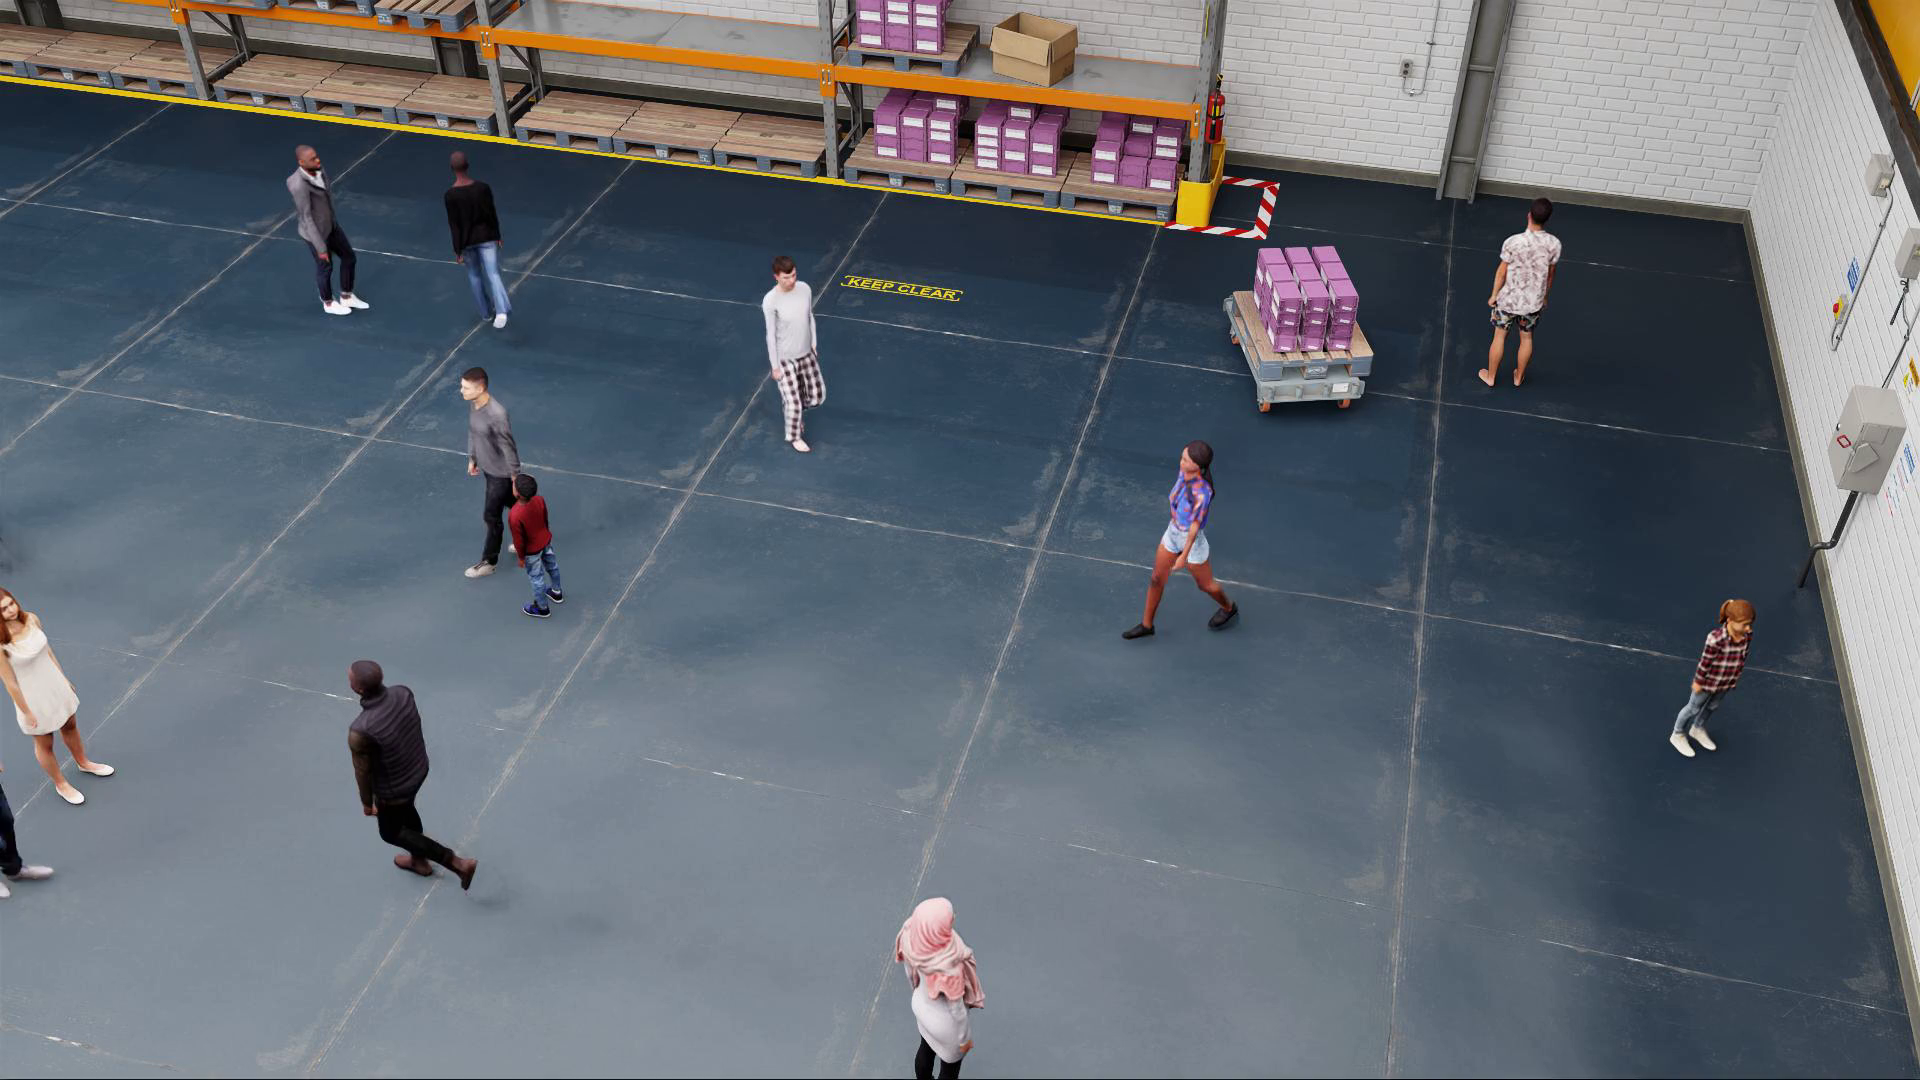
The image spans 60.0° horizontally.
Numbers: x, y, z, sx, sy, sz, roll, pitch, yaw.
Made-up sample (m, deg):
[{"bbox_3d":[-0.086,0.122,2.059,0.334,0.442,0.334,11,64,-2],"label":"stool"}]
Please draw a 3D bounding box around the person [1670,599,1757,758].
[{"bbox_3d":[5.099,0.909,11.248,0.581,1.304,0.666,-10,40,-13],"label":"person"}]

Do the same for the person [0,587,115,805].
[{"bbox_3d":[-5.999,0.980,10.832,0.547,1.711,0.568,13,40,16],"label":"person"}]

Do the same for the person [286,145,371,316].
[{"bbox_3d":[-6.086,-2.918,15.648,0.642,1.793,0.762,6,39,7],"label":"person"}]

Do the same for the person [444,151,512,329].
[{"bbox_3d":[-4.468,-2.732,15.471,1.015,1.722,1.046,-20,43,-24],"label":"person"}]

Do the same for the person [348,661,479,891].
[{"bbox_3d":[-3.355,1.480,10.120,0.946,1.819,0.722,10,40,12],"label":"person"}]

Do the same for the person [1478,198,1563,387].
[{"bbox_3d":[4.963,-2.169,14.691,0.572,1.816,0.770,2,39,3],"label":"person"}]

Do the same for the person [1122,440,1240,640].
[{"bbox_3d":[1.725,0.029,12.030,1.188,1.703,1.048,-15,41,-18],"label":"person"}]

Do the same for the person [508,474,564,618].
[{"bbox_3d":[-3.167,0.021,12.397,0.547,1.256,0.546,18,42,21],"label":"person"}]

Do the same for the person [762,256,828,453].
[{"bbox_3d":[-1.450,-1.596,13.961,0.825,1.832,0.885,-27,46,-29],"label":"person"}]

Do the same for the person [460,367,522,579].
[{"bbox_3d":[-3.481,-0.593,12.781,1.006,1.737,1.006,-28,47,-31],"label":"person"}]

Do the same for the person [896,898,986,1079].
[{"bbox_3d":[-0.108,2.516,8.835,0.803,1.804,0.727,-25,45,-27],"label":"person"}]
